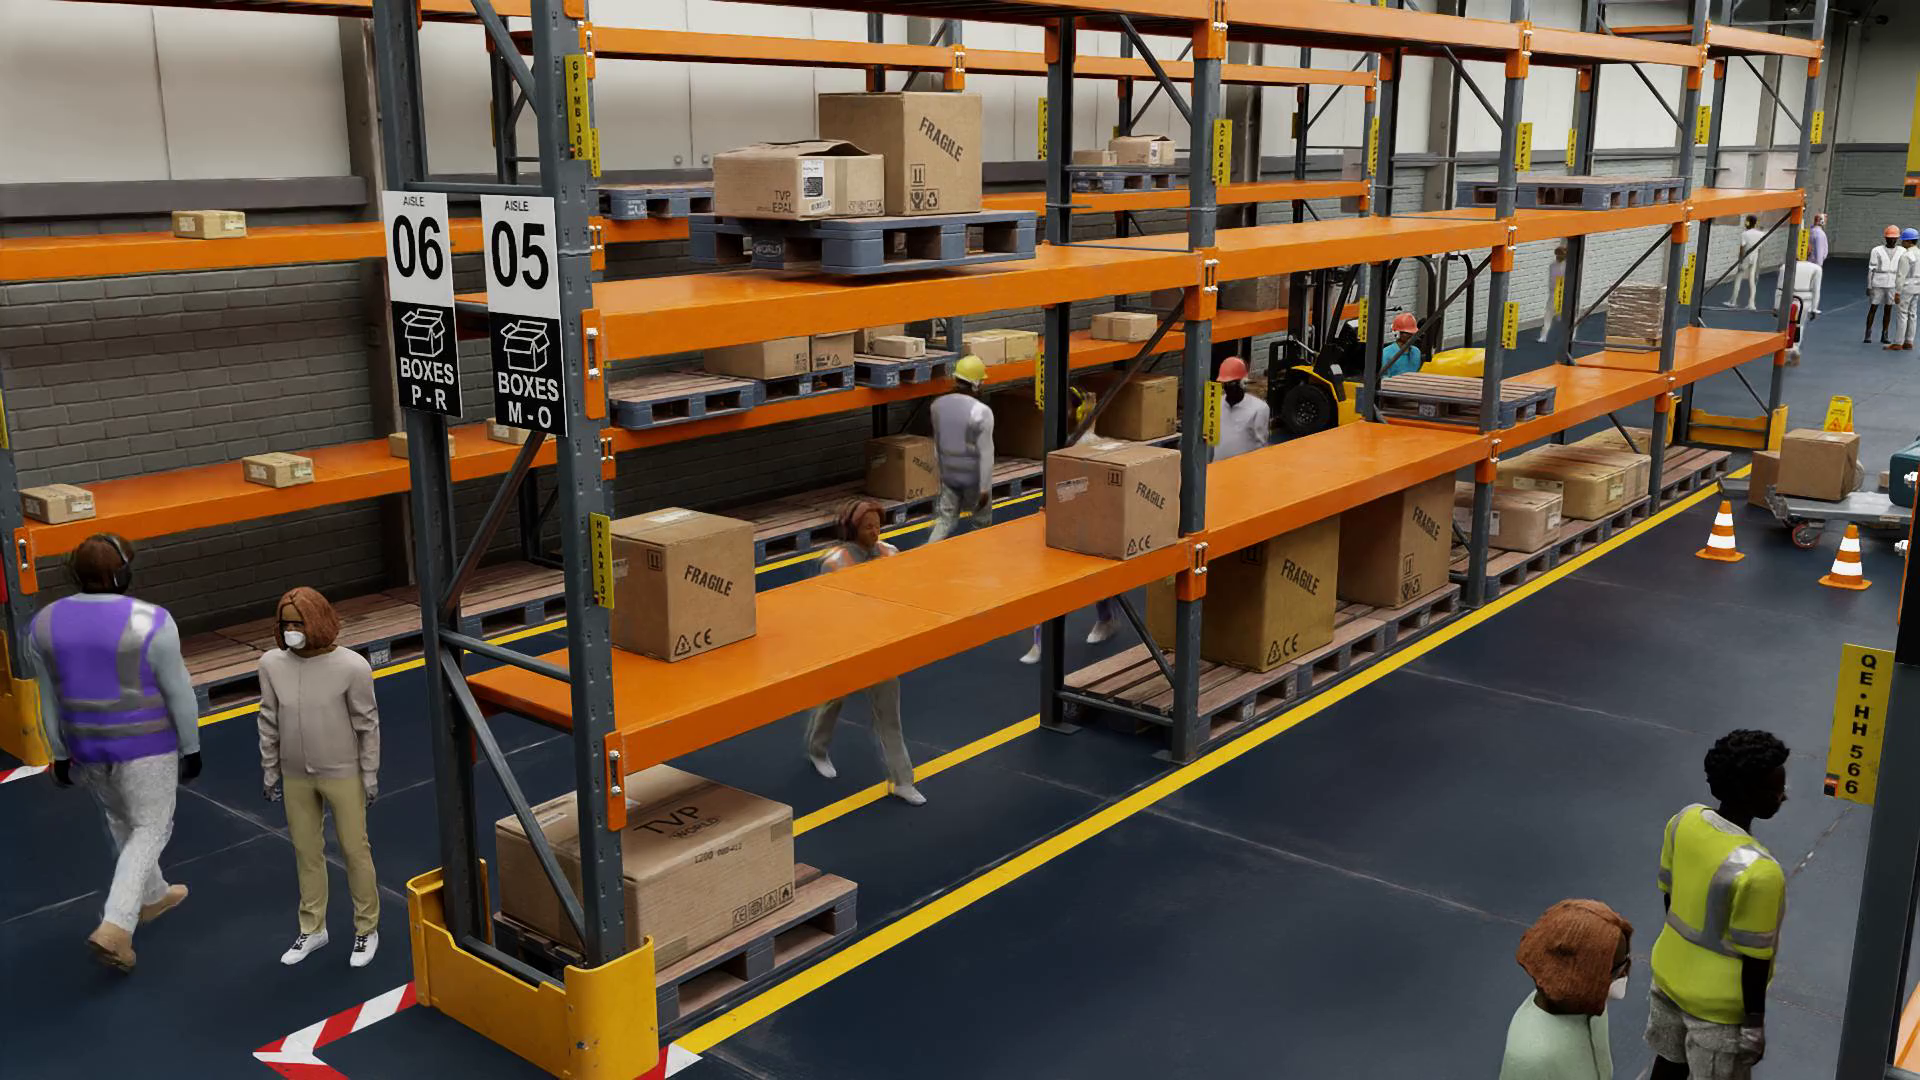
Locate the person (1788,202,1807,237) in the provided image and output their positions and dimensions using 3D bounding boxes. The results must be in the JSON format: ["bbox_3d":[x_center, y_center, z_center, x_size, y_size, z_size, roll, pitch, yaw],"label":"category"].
[{"bbox_3d":[19.742,-7.072,39.279,0.345,1.840,0.504,6,15,23],"label":"person"}]

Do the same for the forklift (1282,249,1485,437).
[{"bbox_3d":[4.886,-2.214,18.767,2.313,2.155,1.214,11,18,38],"label":"forklift"}]

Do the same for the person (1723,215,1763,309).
[{"bbox_3d":[15.494,-5.468,32.772,0.523,1.831,0.818,-2,14,-7],"label":"person"}]

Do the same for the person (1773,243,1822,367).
[{"bbox_3d":[12.308,-3.438,24.442,0.600,1.861,0.695,3,14,11],"label":"person"}]

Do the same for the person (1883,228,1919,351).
[{"bbox_3d":[15.047,-3.969,26.448,0.611,1.939,0.419,-9,16,-32],"label":"person"}]

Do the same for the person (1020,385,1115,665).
[{"bbox_3d":[0.768,-0.135,11.064,0.533,1.833,0.951,11,17,37],"label":"person"}]

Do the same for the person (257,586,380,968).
[{"bbox_3d":[-2.652,0.983,6.904,0.507,1.632,0.273,1,14,6],"label":"person"}]

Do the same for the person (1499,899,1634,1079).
[{"bbox_3d":[1.482,1.654,4.192,0.271,1.627,0.502,11,18,38],"label":"person"}]

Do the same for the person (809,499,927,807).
[{"bbox_3d":[-0.543,0.554,8.738,0.533,1.592,0.870,-11,17,-37],"label":"person"}]

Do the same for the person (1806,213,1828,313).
[{"bbox_3d":[16.490,-5.333,32.085,0.400,1.900,0.642,1,14,6],"label":"person"}]

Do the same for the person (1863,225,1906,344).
[{"bbox_3d":[15.243,-4.200,27.383,0.551,1.934,0.373,4,14,15],"label":"person"}]

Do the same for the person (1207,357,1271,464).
[{"bbox_3d":[2.116,-0.562,12.979,0.590,1.736,0.376,11,18,38],"label":"person"}]

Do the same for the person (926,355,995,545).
[{"bbox_3d":[0.005,-0.489,12.536,0.591,1.811,0.787,10,17,34],"label":"person"}]

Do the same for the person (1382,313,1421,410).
[{"bbox_3d":[4.217,-1.298,15.945,0.563,1.751,0.330,-10,17,-35],"label":"person"}]

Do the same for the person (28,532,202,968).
[{"bbox_3d":[-3.548,0.872,7.012,0.635,1.818,0.805,2,14,6],"label":"person"}]

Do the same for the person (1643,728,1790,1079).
[{"bbox_3d":[2.315,1.388,5.122,0.321,1.699,0.536,-1,14,-4],"label":"person"}]

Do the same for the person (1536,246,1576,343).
[{"bbox_3d":[9.967,-4.072,27.580,0.876,1.590,0.516,-10,17,-36],"label":"person"}]
